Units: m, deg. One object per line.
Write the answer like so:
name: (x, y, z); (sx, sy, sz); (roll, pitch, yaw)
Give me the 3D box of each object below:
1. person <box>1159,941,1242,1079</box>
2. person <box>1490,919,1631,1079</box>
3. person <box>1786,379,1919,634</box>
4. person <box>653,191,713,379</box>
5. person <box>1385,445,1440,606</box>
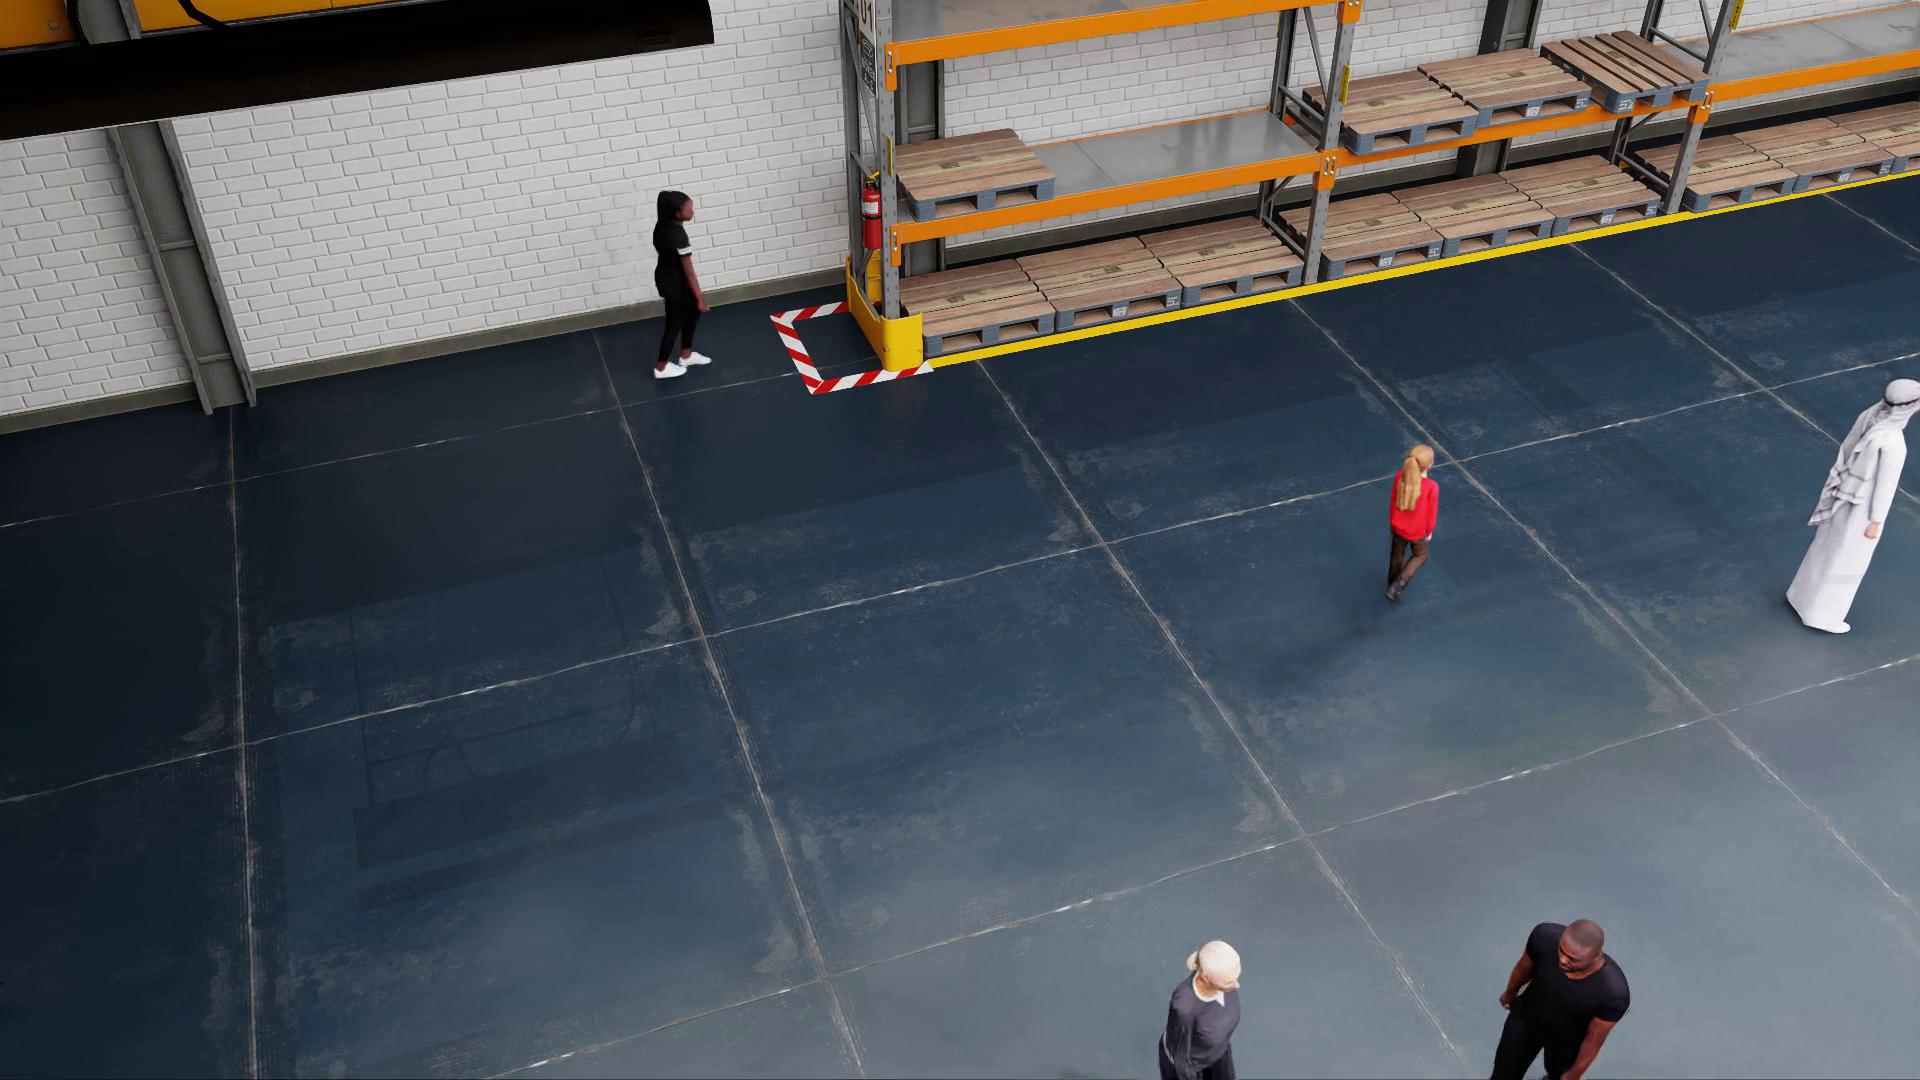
person: (1.058, 2.362, 7.916); (0.802, 1.709, 0.695); (28, 47, 31)
person: (2.885, 2.307, 7.949); (1.355, 1.752, 1.066); (-29, 47, -31)
person: (5.943, -0.244, 11.004); (0.763, 1.927, 0.775); (1, 39, 1)
person: (-2.360, -2.036, 13.427); (0.710, 1.703, 0.632); (-20, 43, -23)
person: (3.033, -0.074, 11.312); (0.633, 1.278, 0.714); (31, 48, 33)
